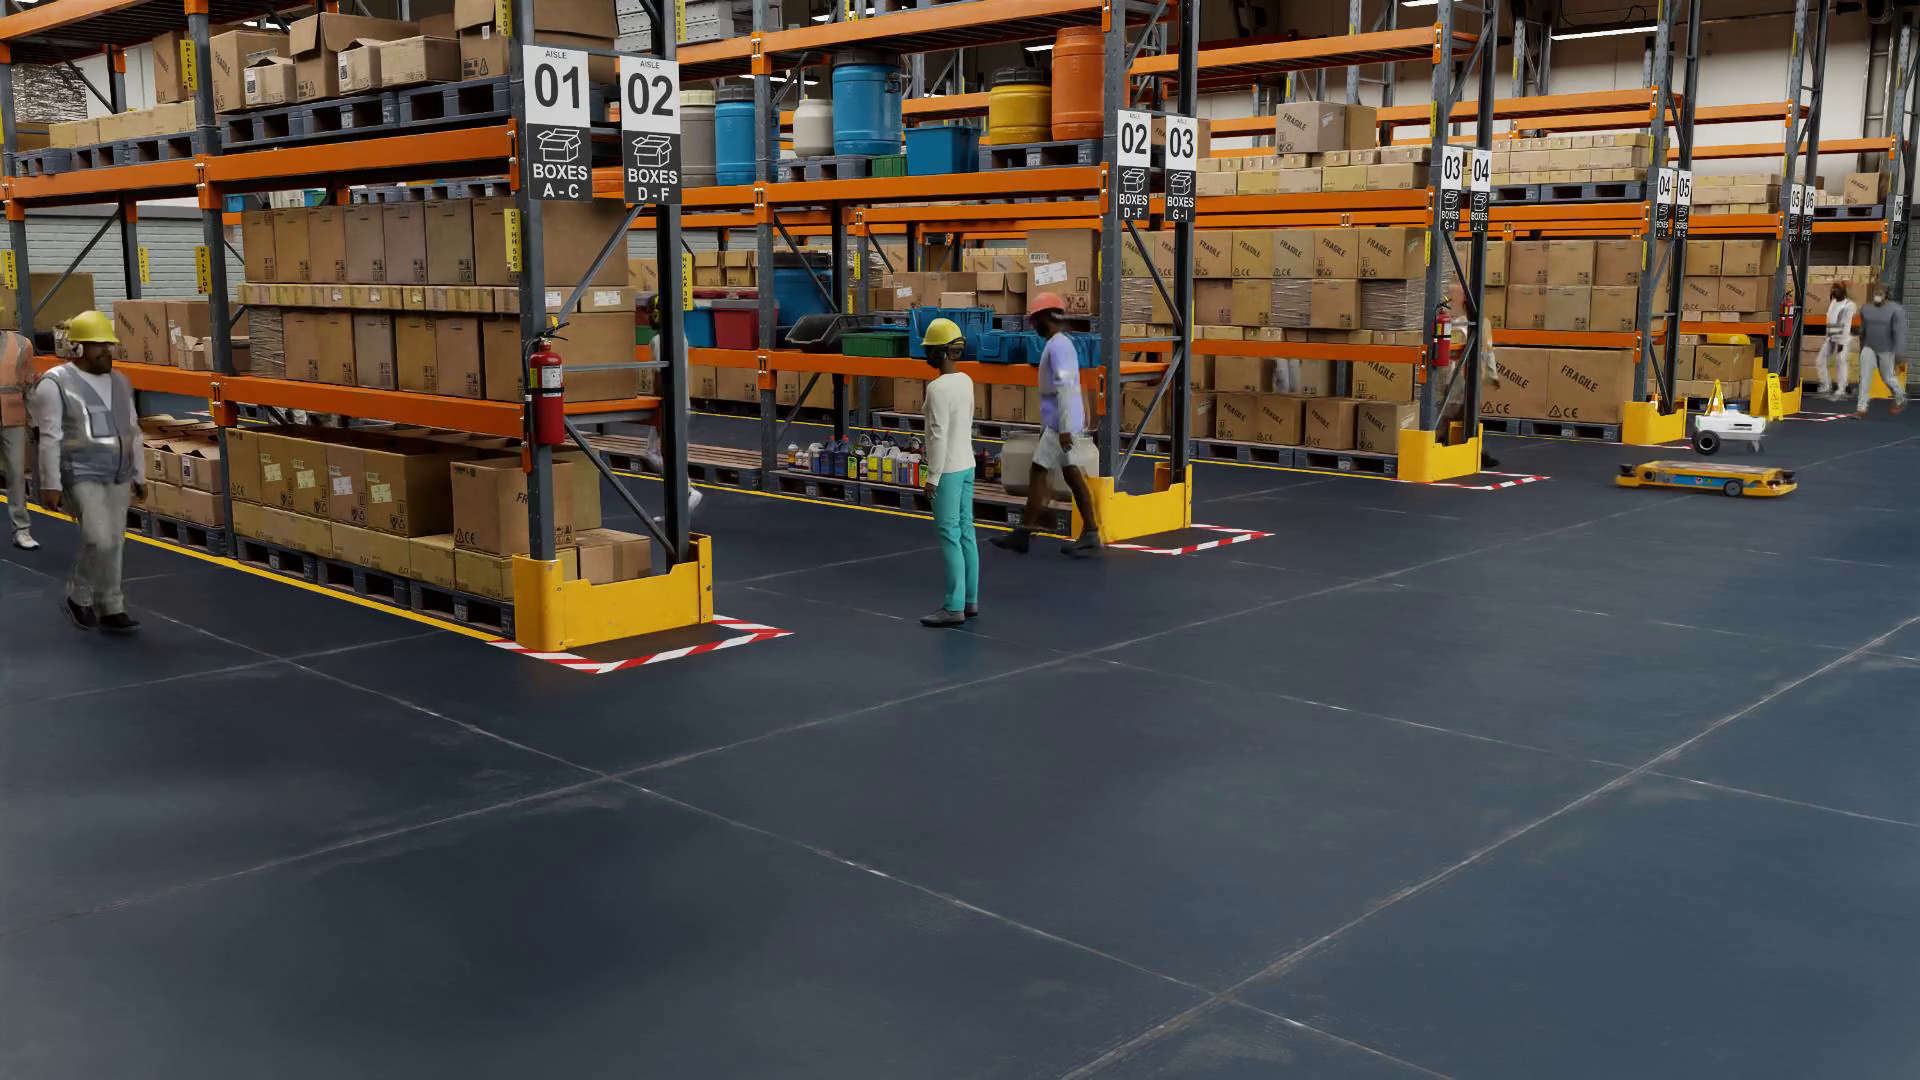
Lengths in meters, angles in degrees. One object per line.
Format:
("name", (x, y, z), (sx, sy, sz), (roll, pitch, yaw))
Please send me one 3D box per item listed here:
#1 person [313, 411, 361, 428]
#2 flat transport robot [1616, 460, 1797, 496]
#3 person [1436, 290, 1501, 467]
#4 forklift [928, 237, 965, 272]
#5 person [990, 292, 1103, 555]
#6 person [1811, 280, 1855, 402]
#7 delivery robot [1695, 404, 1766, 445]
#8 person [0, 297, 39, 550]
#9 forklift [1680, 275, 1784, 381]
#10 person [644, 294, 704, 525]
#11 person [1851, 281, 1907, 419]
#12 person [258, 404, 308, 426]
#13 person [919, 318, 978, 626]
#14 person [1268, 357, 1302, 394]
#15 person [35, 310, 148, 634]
("person", (-5.427, -1.247, 14.605), (0.481, 1.853, 0.542), (8, 12, 39))
("flat transport robot", (6.968, -0.588, 15.531), (1.431, 0.197, 0.652), (7, 12, 38))
("person", (5.368, -1.755, 17.608), (0.545, 1.898, 0.958), (-6, 11, -34))
("forklift", (-0.326, -5.817, 39.609), (1.129, 2.768, 1.873), (9, 13, 43))
("person", (0.633, -0.831, 11.979), (0.920, 1.872, 0.609), (2, 9, 10))
("person", (13.511, -3.078, 25.753), (0.631, 1.867, 0.590), (-1, 9, -6))
("delivery robot", (8.599, -1.273, 18.574), (0.707, 0.478, 0.477), (3, 10, 21))
("person", (-6.997, -0.872, 12.074), (0.594, 1.924, 0.382), (-9, 13, -43))
("forklift", (12.480, -3.427, 27.053), (1.214, 2.155, 2.313), (9, 13, 43))
("person", (-2.295, -1.025, 13.277), (0.464, 1.846, 0.510), (4, 10, 25))
("person", (12.766, -2.623, 22.962), (0.933, 1.898, 0.639), (-6, 11, -32))
("person", (-6.566, -1.393, 16.156), (0.517, 1.636, 0.314), (-8, 12, -40))
("person", (-0.083, -0.394, 9.638), (0.328, 1.767, 0.530), (4, 10, 22))
("person", (4.145, -2.386, 21.443), (0.645, 1.905, 0.688), (-6, 11, -33))
("person", (-4.802, -0.363, 9.275), (0.429, 1.817, 0.621), (3, 10, 19))
